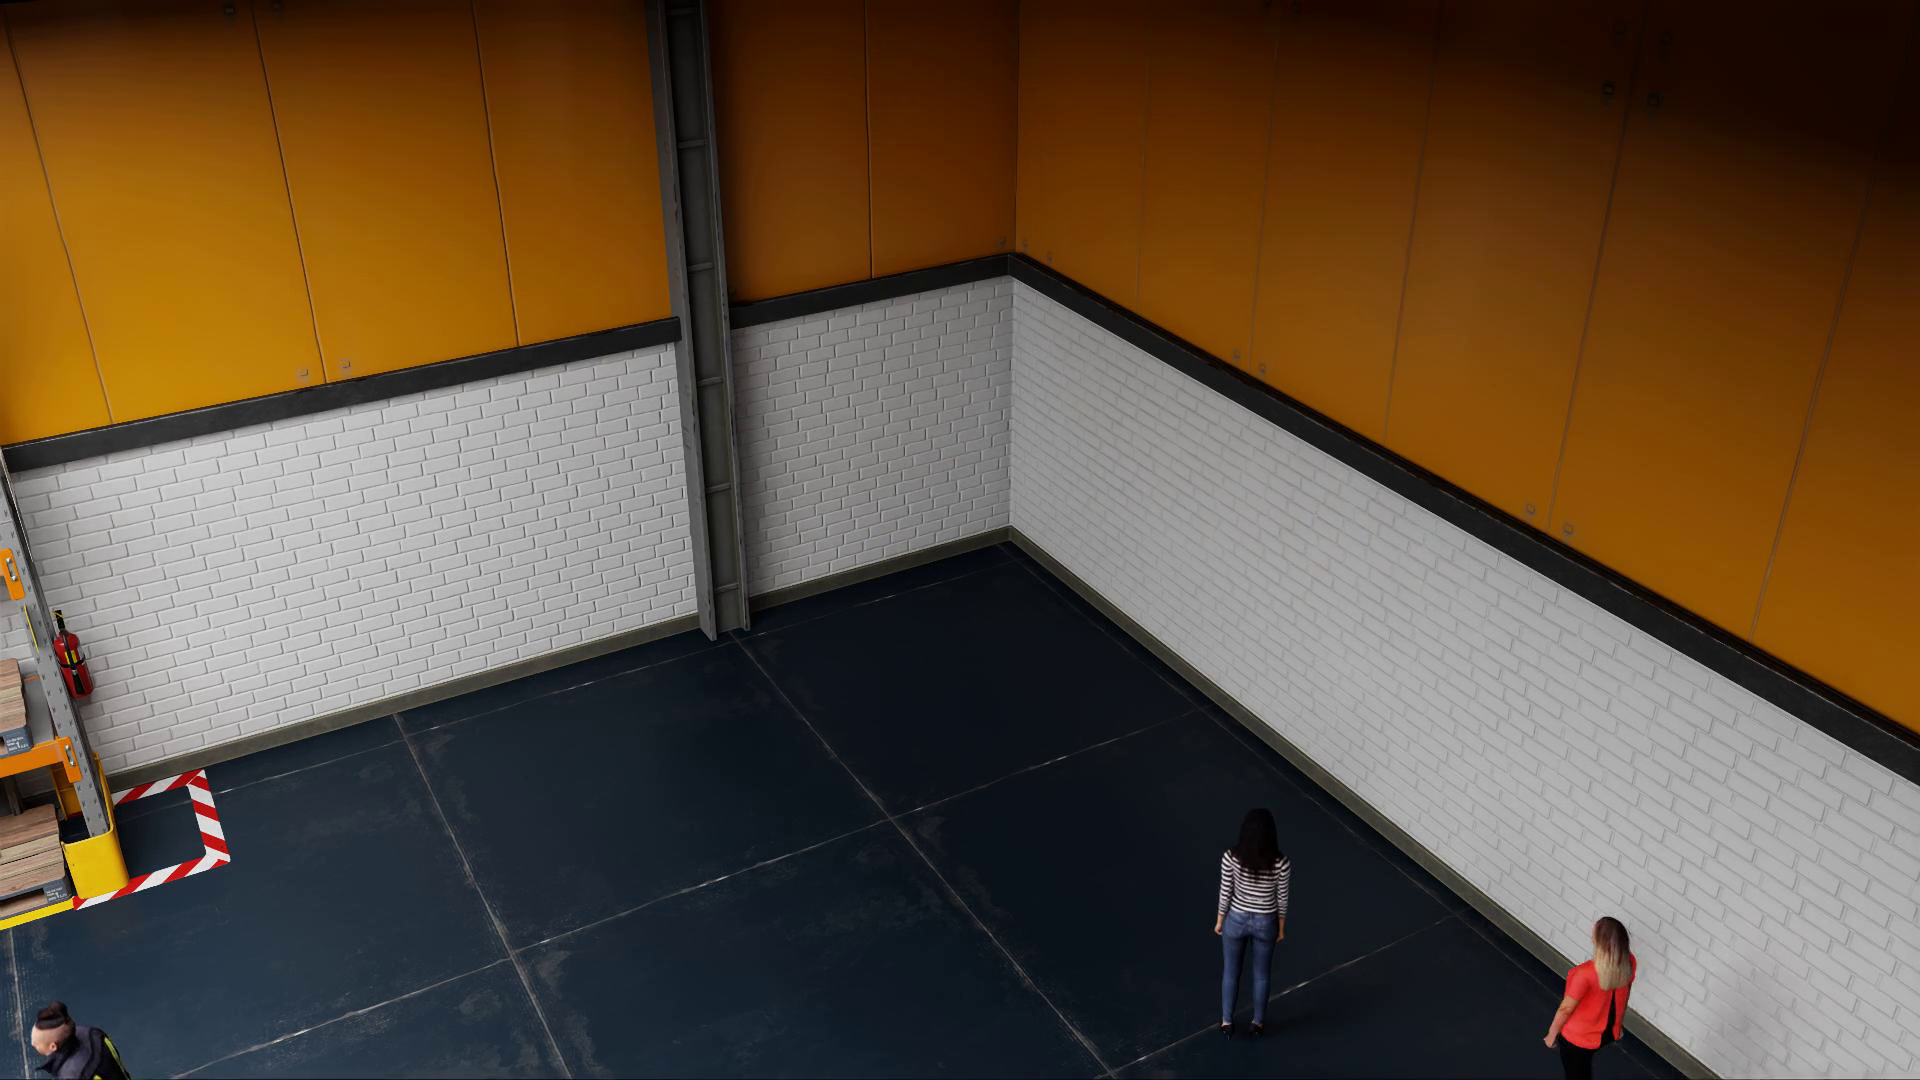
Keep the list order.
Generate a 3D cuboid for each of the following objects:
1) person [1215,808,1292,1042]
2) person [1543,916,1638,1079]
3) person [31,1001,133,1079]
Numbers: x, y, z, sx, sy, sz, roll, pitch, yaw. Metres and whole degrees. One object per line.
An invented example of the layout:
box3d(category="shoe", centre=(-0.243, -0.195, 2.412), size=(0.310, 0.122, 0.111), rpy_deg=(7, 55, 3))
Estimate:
box3d(category="person", centre=(1.832, 2.446, 10.513), size=(0.631, 1.796, 0.713), rpy_deg=(5, 29, 9))
box3d(category="person", centre=(3.743, 2.941, 9.726), size=(0.544, 1.682, 0.690), rpy_deg=(-13, 31, -22))
box3d(category="person", centre=(-4.535, 3.219, 9.076), size=(1.135, 1.816, 0.808), rpy_deg=(-10, 30, -18))
